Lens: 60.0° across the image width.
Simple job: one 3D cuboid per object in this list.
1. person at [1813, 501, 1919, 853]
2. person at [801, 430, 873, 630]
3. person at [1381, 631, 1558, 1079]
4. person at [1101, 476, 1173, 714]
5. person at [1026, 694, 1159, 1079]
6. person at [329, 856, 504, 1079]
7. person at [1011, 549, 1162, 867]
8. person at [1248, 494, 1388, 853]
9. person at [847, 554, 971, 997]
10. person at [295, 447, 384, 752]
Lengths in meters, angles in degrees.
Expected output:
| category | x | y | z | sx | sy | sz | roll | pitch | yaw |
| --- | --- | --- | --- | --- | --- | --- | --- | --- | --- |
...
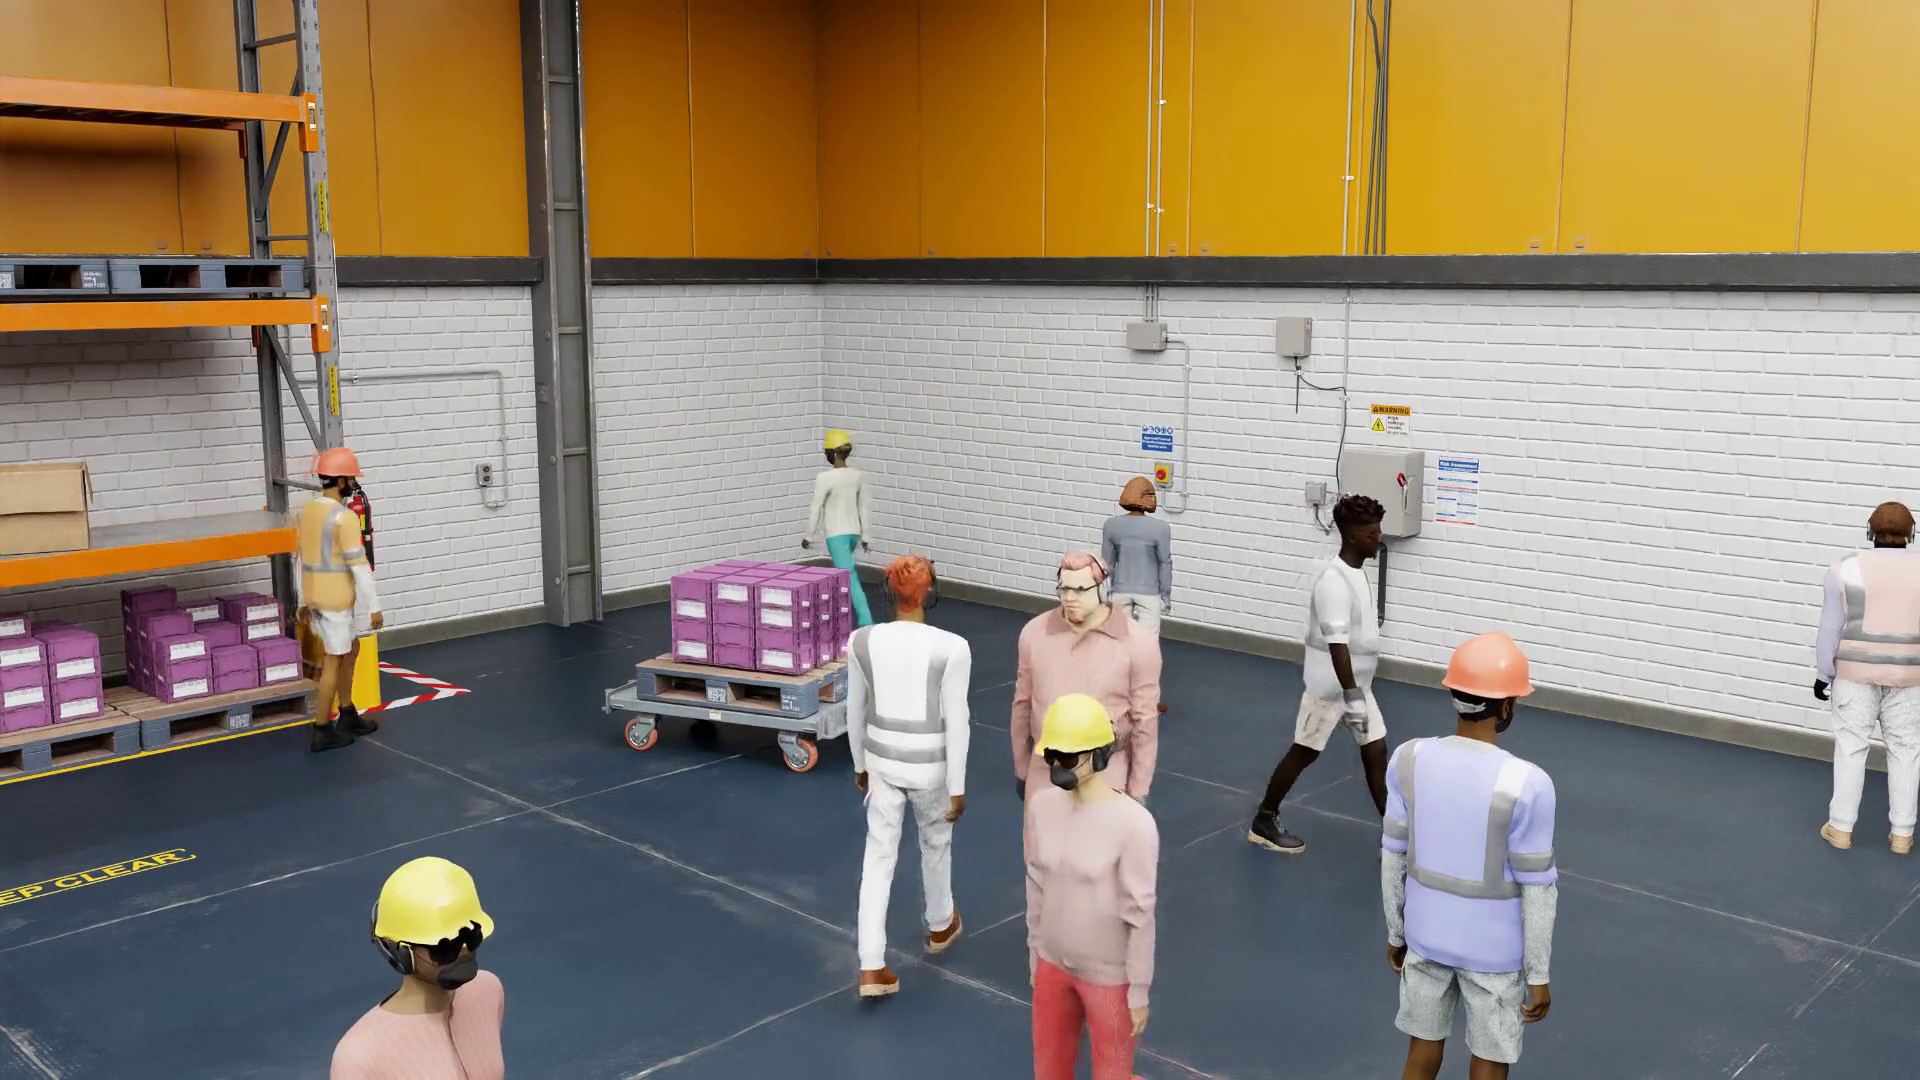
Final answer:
| category | x | y | z | sx | sy | sz | roll | pitch | yaw |
| --- | --- | --- | --- | --- | --- | --- | --- | --- | --- |
| person | 4.797 | 0.711 | 8.681 | 0.633 | 1.839 | 0.429 | 3 | 10 | 17 |
| person | -1.026 | -0.049 | 13.756 | 0.951 | 1.707 | 0.529 | 7 | 12 | 37 |
| person | 1.583 | 1.237 | 5.160 | 0.551 | 1.934 | 0.372 | 9 | 13 | 43 |
| person | 1.206 | 0.380 | 11.340 | 0.500 | 1.632 | 0.286 | 5 | 10 | 26 |
| person | 0.442 | 1.319 | 5.232 | 0.531 | 1.745 | 0.626 | 9 | 13 | 43 |
| person | -1.159 | 1.556 | 3.720 | 0.323 | 1.769 | 0.523 | 4 | 10 | 22 |
| person | 0.513 | 0.965 | 6.972 | 0.653 | 1.892 | 0.693 | 4 | 10 | 24 |
| person | 1.958 | 0.714 | 8.471 | 1.028 | 1.915 | 0.613 | 5 | 11 | 30 |
| person | -0.228 | 0.976 | 7.079 | 0.585 | 1.840 | 0.986 | 3 | 10 | 18 |
| person | -3.890 | 0.367 | 10.547 | 0.577 | 1.912 | 0.693 | 7 | 12 | 38 |
